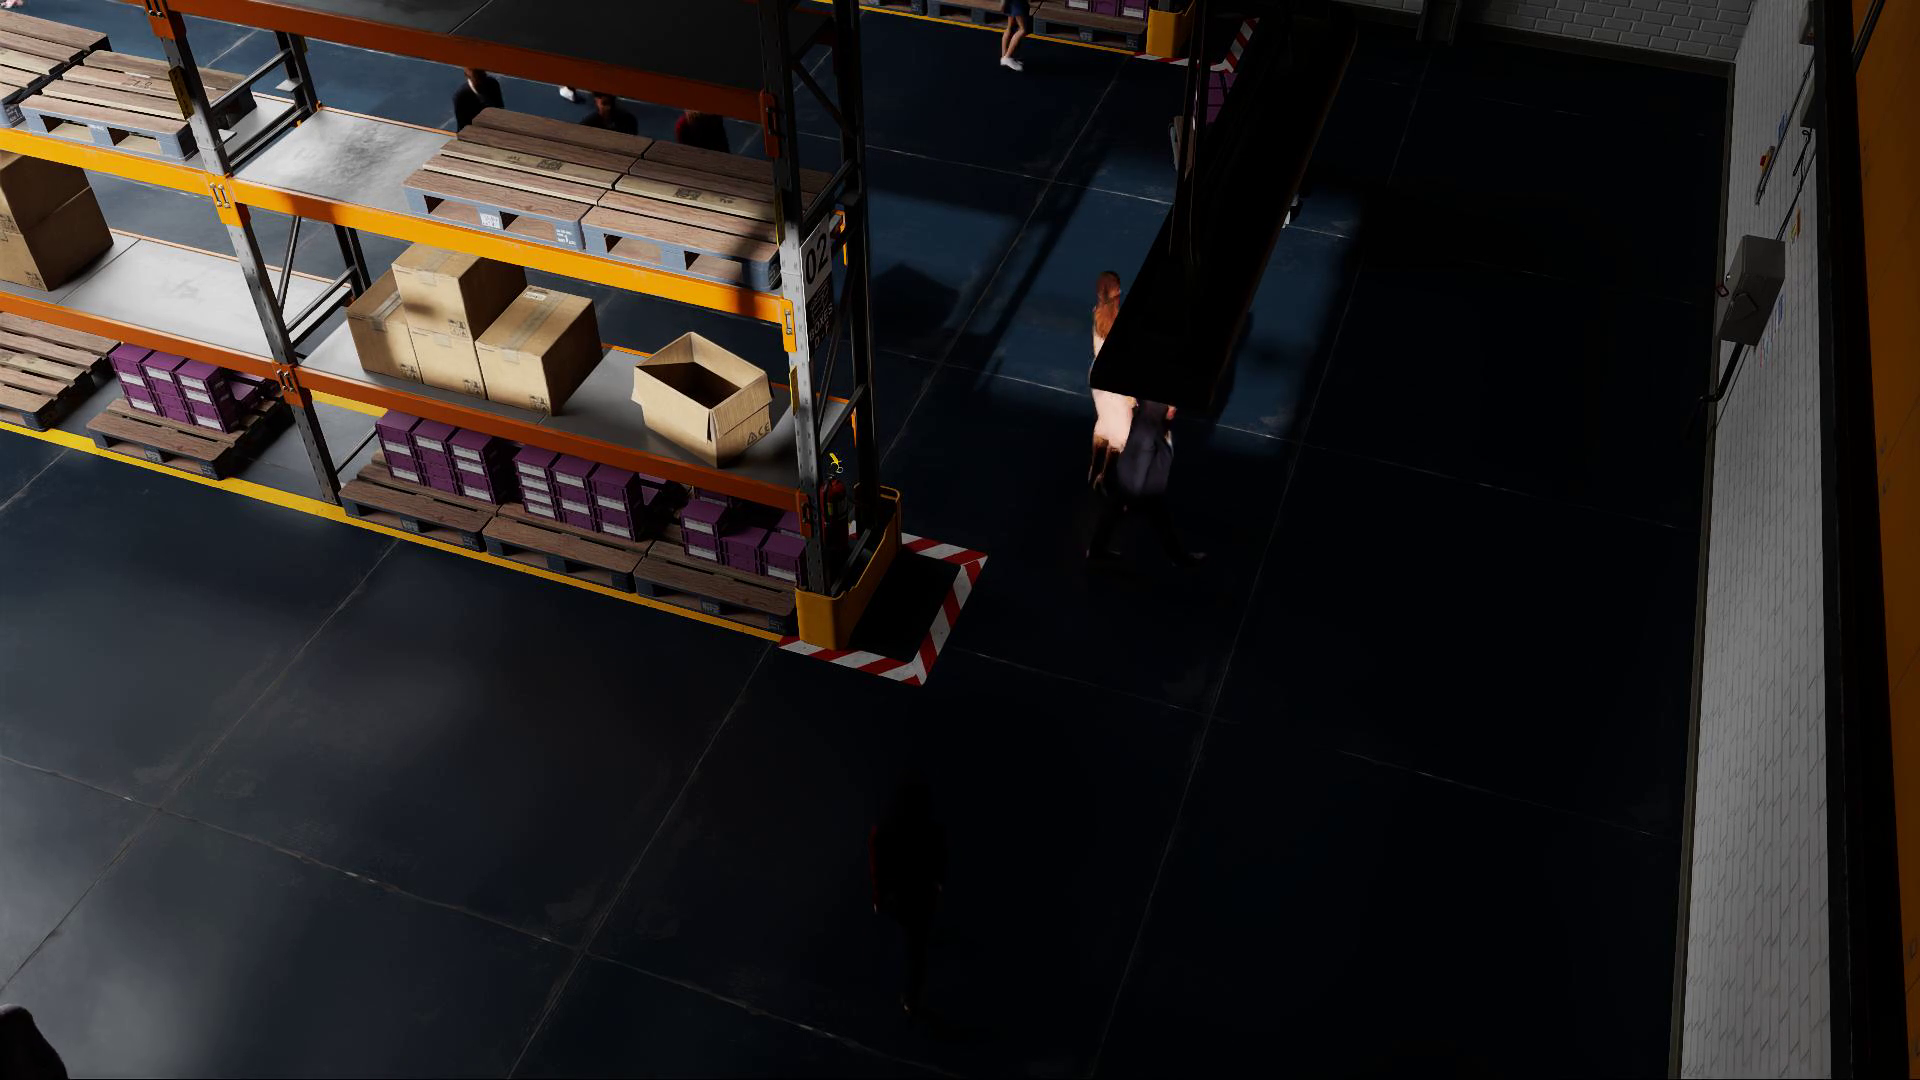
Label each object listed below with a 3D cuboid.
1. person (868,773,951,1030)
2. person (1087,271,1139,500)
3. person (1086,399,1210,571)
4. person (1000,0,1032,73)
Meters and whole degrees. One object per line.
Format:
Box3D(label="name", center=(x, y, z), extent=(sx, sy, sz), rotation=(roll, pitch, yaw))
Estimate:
Box3D(label="person", center=(-0.282, 1.993, 8.928), extent=(1.052, 1.607, 0.894), rotation=(-3, 44, -3))
Box3D(label="person", center=(1.085, -1.104, 12.040), extent=(0.828, 1.798, 0.741), rotation=(-14, 45, -14))
Box3D(label="person", center=(1.158, -0.387, 11.463), extent=(1.177, 1.556, 0.901), rotation=(1, 44, 1))
Box3D(label="person", center=(0.479, -5.543, 16.830), extent=(0.611, 1.619, 0.654), rotation=(11, 45, 11))
